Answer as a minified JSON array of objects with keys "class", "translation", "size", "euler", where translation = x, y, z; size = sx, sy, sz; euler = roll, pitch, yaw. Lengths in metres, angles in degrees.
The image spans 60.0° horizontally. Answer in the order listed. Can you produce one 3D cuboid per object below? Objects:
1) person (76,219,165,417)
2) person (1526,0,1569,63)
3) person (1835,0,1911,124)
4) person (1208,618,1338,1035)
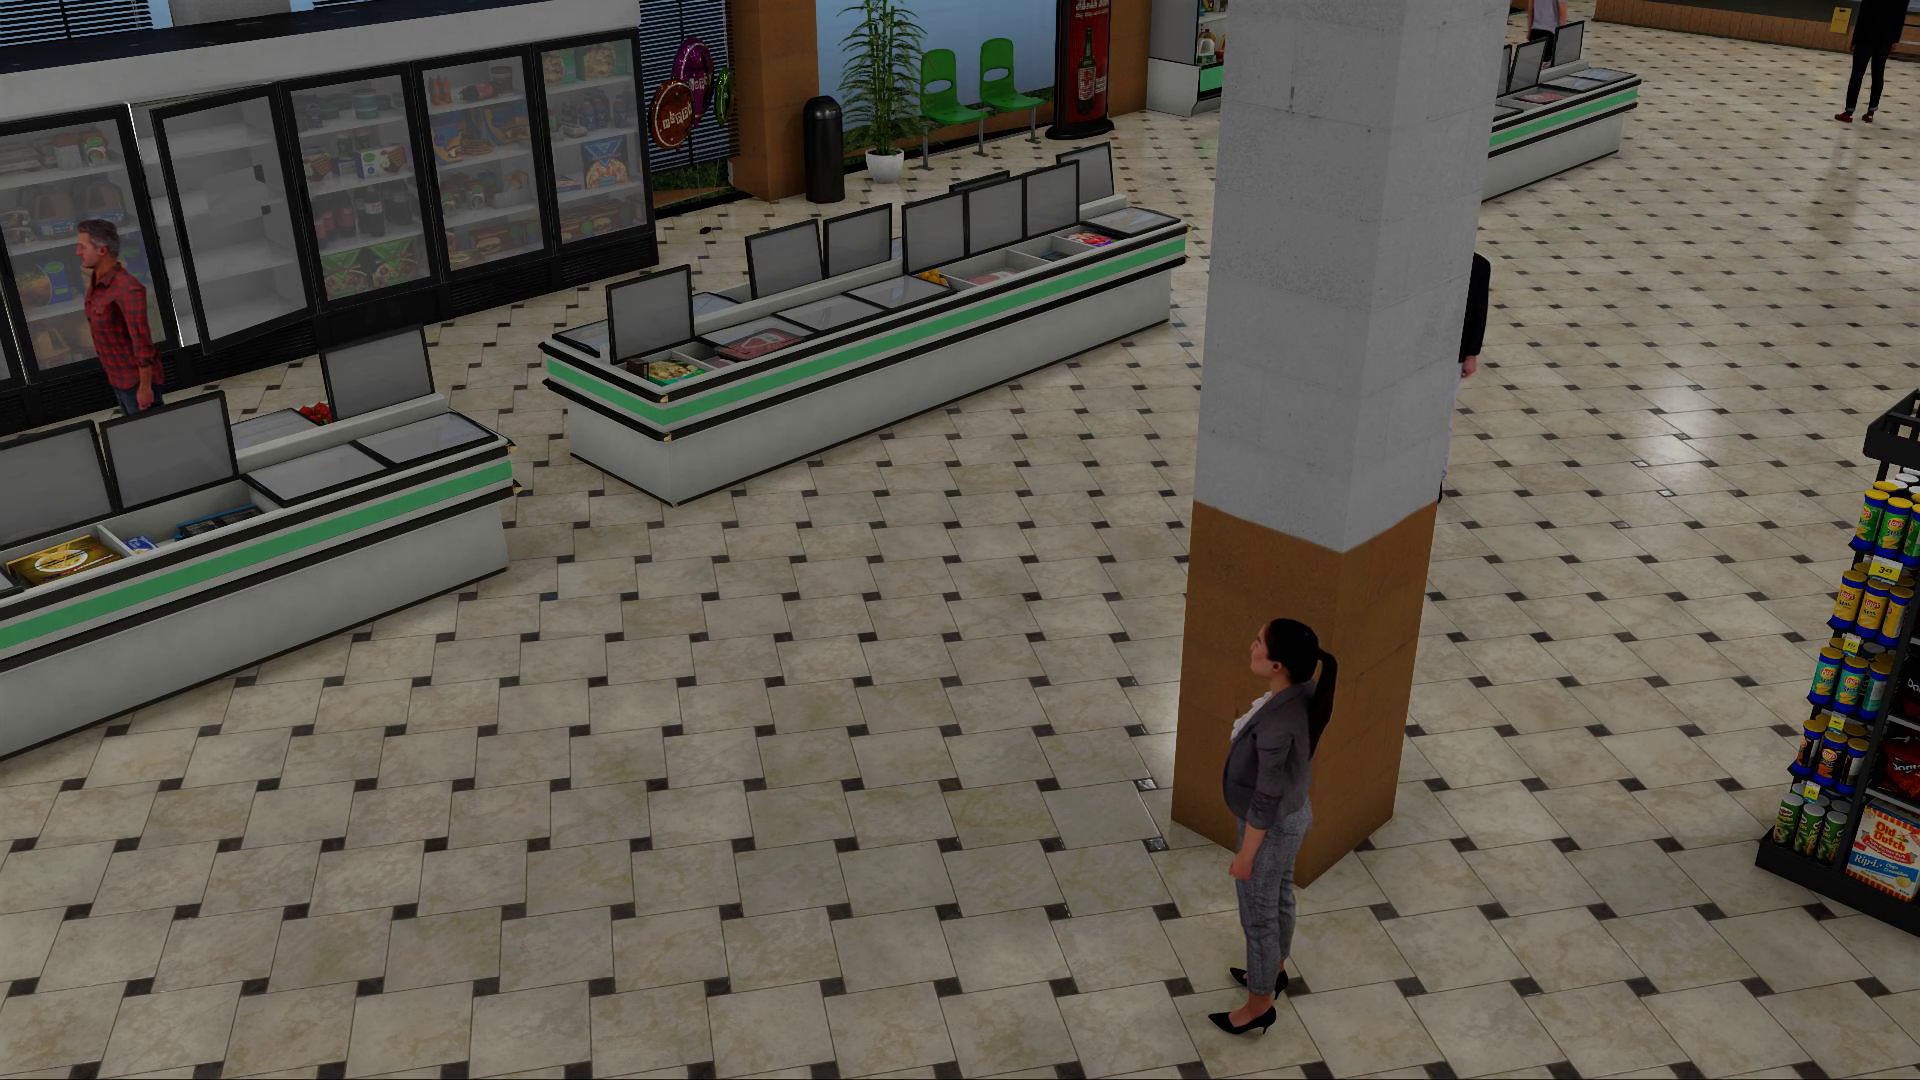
[{"class":"person","translation":[-4.760,-0.960,9.599],"size":[0.575,1.830,0.705],"euler":[-21,33,-35]},{"class":"person","translation":[6.731,-5.822,19.148],"size":[0.612,1.863,0.705],"euler":[-17,31,-30]},{"class":"person","translation":[10.405,-5.679,18.916],"size":[0.784,1.818,0.832],"euler":[1,27,2]},{"class":"person","translation":[1.098,1.020,5.863],"size":[0.758,1.678,0.634],"euler":[13,30,23]}]
